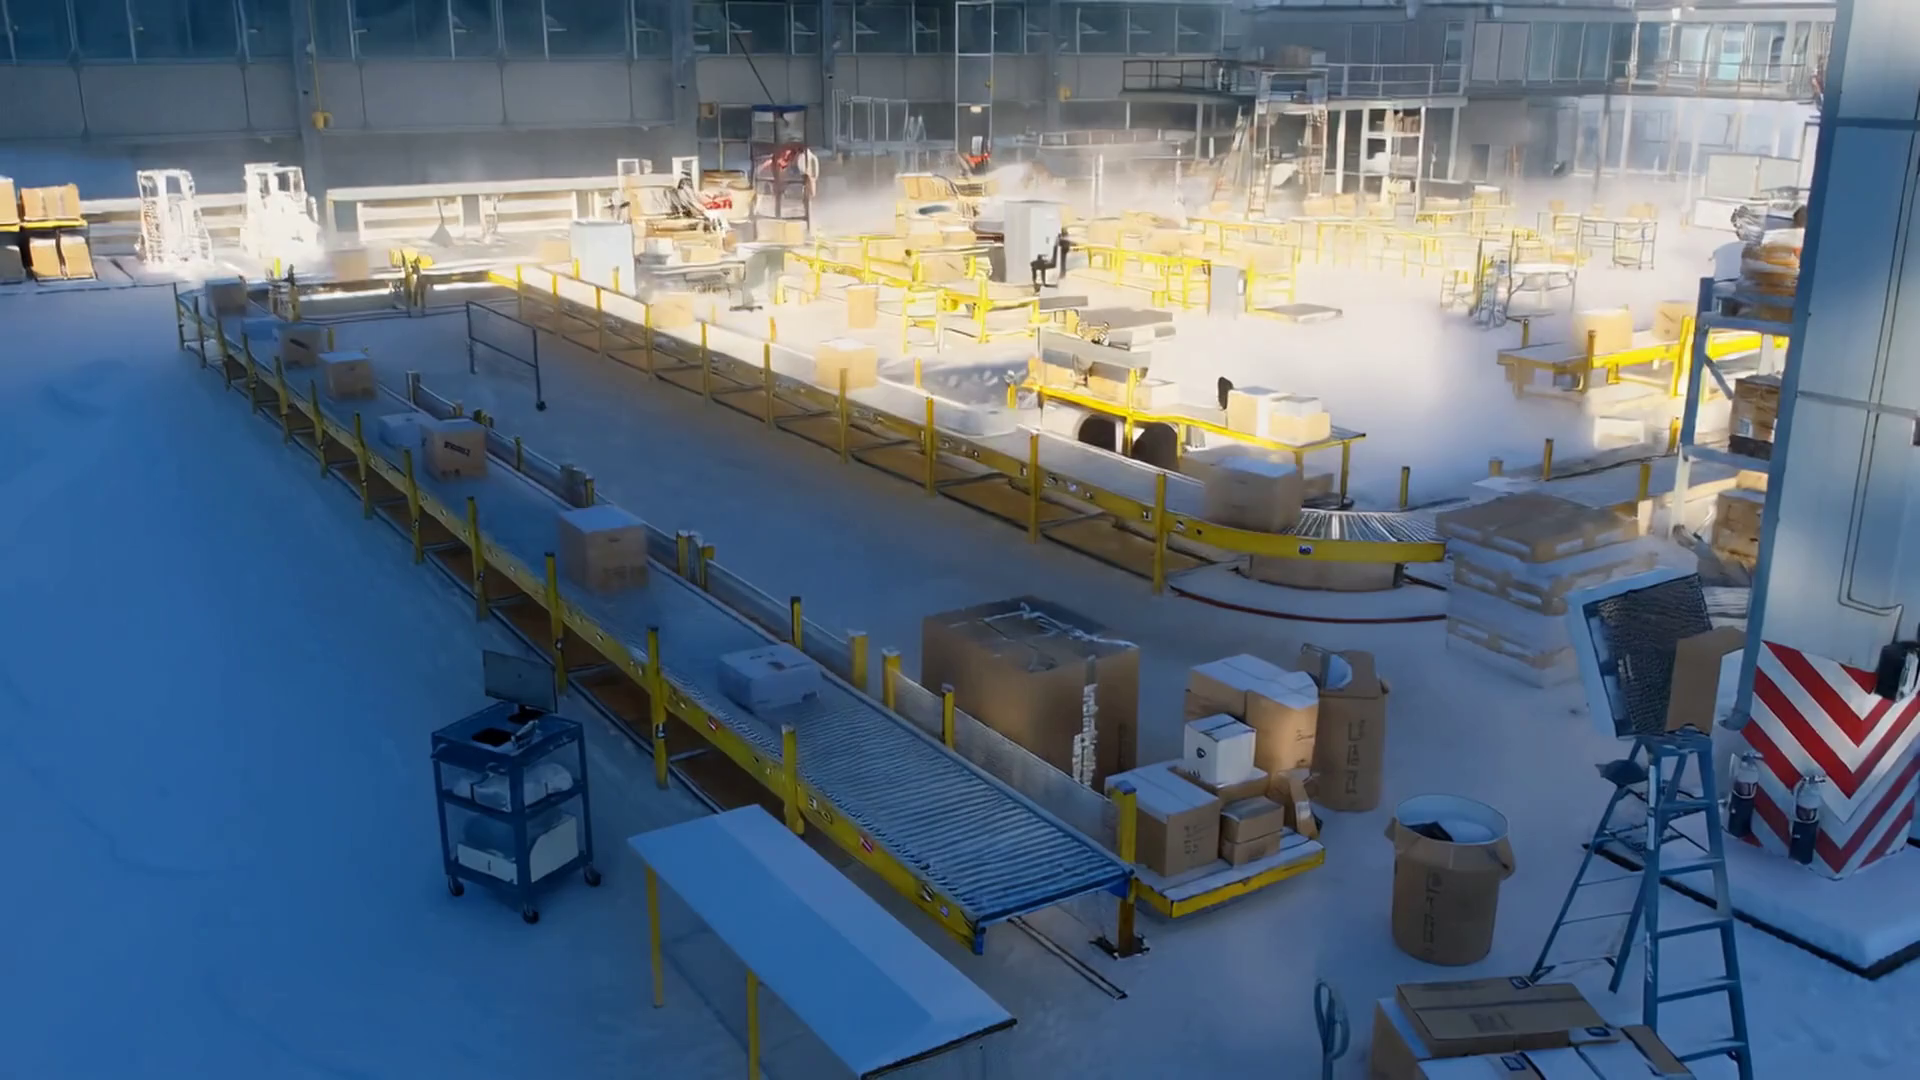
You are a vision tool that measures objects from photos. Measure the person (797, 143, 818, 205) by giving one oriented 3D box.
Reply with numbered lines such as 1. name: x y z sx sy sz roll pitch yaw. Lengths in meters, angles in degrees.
1. person: -4.734 -11.392 51.792 0.637 1.904 0.403 -1 17 -5

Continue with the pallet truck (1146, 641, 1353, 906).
1. pallet truck: 1.664 1.407 10.232 1.630 1.274 0.653 -10 20 -31

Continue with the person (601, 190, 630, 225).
1. person: -7.029 -6.141 34.100 0.620 2.030 0.533 -9 19 -27

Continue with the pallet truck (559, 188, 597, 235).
1. pallet truck: -10.010 -8.652 43.699 0.653 1.274 1.630 -10 20 -31

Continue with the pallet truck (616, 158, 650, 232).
1. pallet truck: -8.918 -9.176 44.255 0.823 1.965 1.885 -9 19 -27

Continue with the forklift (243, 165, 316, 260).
1. forklift: -15.898 -7.669 38.708 1.157 1.987 2.680 -11 20 -33

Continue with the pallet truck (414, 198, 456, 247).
1. pallet truck: -13.250 -8.060 41.856 0.680 1.201 1.601 -10 20 -31

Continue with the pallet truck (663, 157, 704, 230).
1. pallet truck: -7.586 -9.308 44.692 0.823 1.965 1.885 -11 20 -33

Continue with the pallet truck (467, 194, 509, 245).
1. pallet truck: -11.983 -8.177 42.137 0.704 1.261 1.522 -11 20 -33

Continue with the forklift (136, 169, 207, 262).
1. forklift: -17.842 -7.318 37.559 1.157 1.987 2.680 -10 20 -31

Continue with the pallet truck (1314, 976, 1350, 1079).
1. pallet truck: 2.299 2.390 7.086 1.601 1.201 0.680 -2 17 -7
